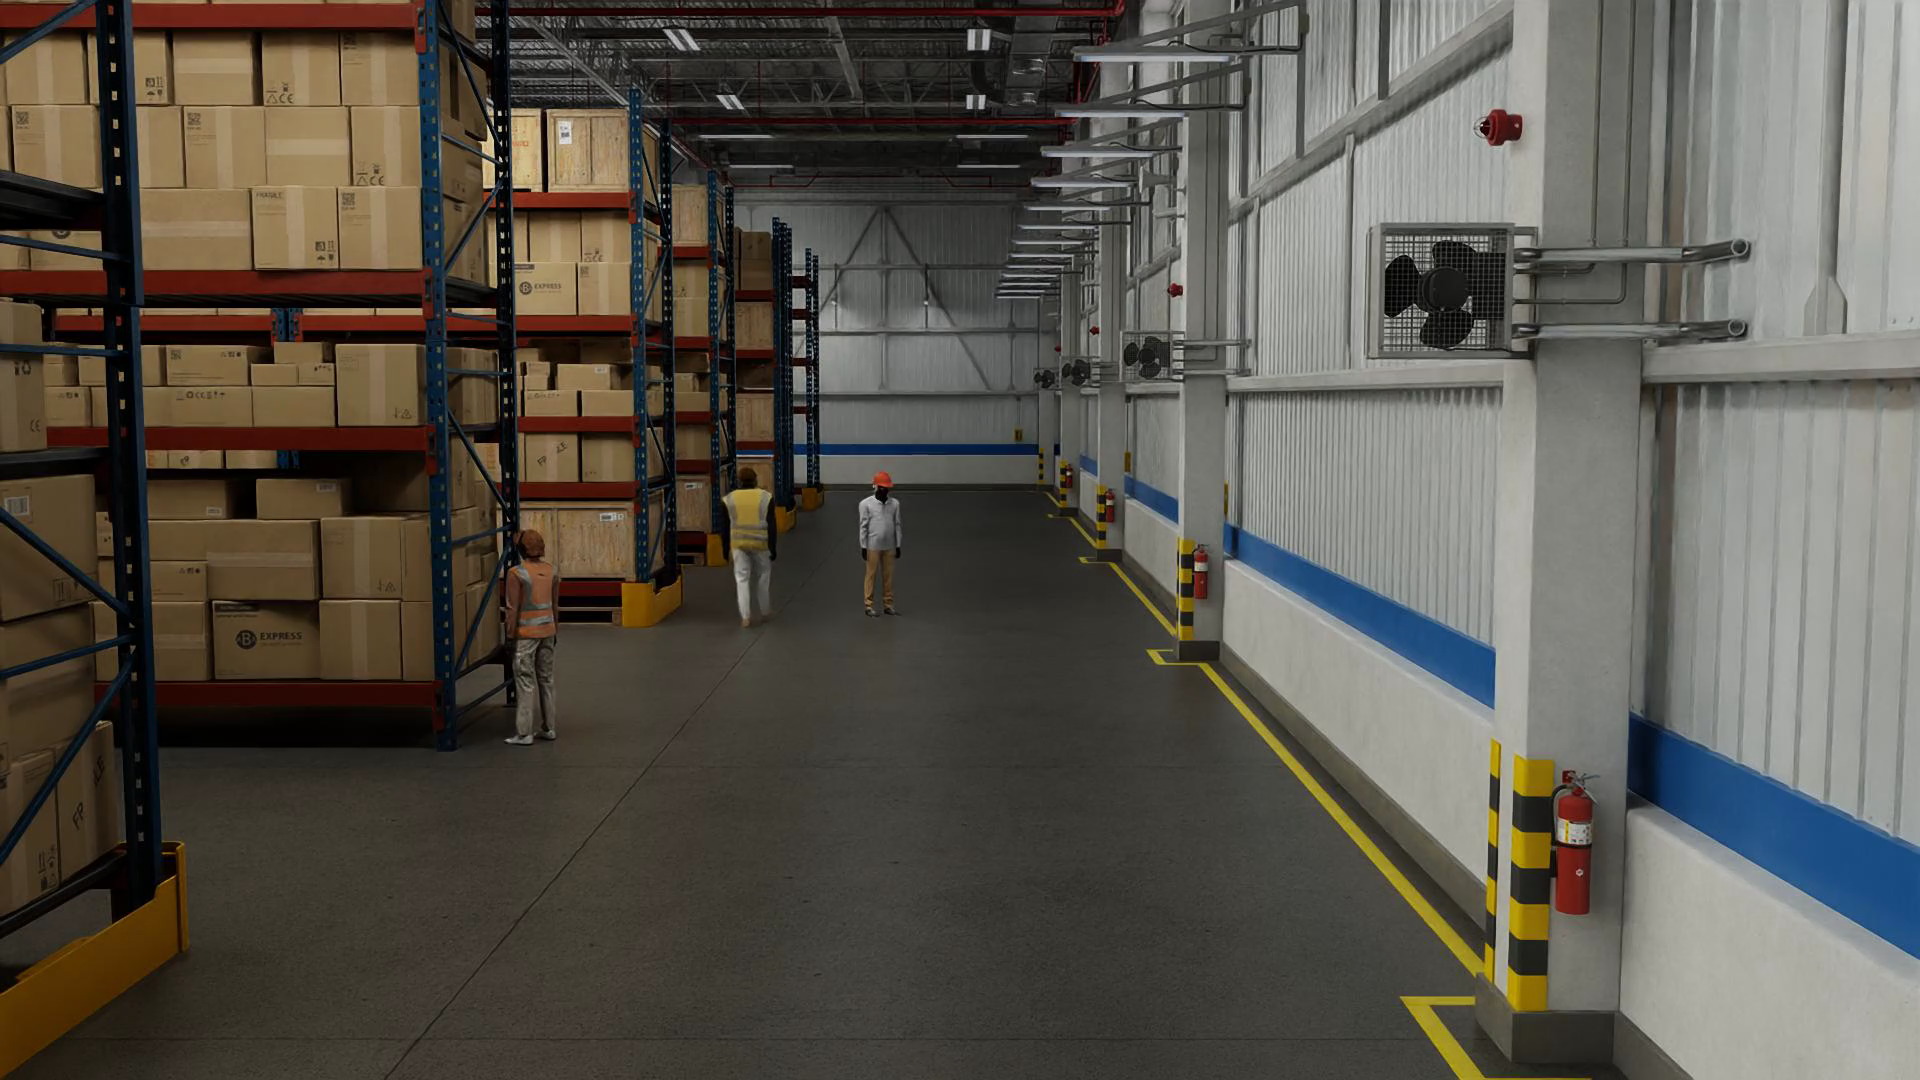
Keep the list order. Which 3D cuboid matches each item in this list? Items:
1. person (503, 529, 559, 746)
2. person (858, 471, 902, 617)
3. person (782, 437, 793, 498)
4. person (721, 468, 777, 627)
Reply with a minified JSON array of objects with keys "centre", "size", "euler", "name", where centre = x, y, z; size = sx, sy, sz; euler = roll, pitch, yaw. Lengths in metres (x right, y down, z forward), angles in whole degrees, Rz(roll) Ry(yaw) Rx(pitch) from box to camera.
[{"centre":[-3.230,0.733,12.583],"size":[0.314,1.632,0.525],"euler":[3,6,30],"name":"person"},{"centre":[-0.939,0.051,19.855],"size":[0.565,1.744,0.350],"euler":[-3,6,-32],"name":"person"},{"centre":[-3.936,-1.480,37.776],"size":[0.317,1.736,0.486],"euler":[1,5,11],"name":"person"},{"centre":[-2.414,0.075,19.146],"size":[0.657,1.814,0.771],"euler":[0,5,0],"name":"person"}]
